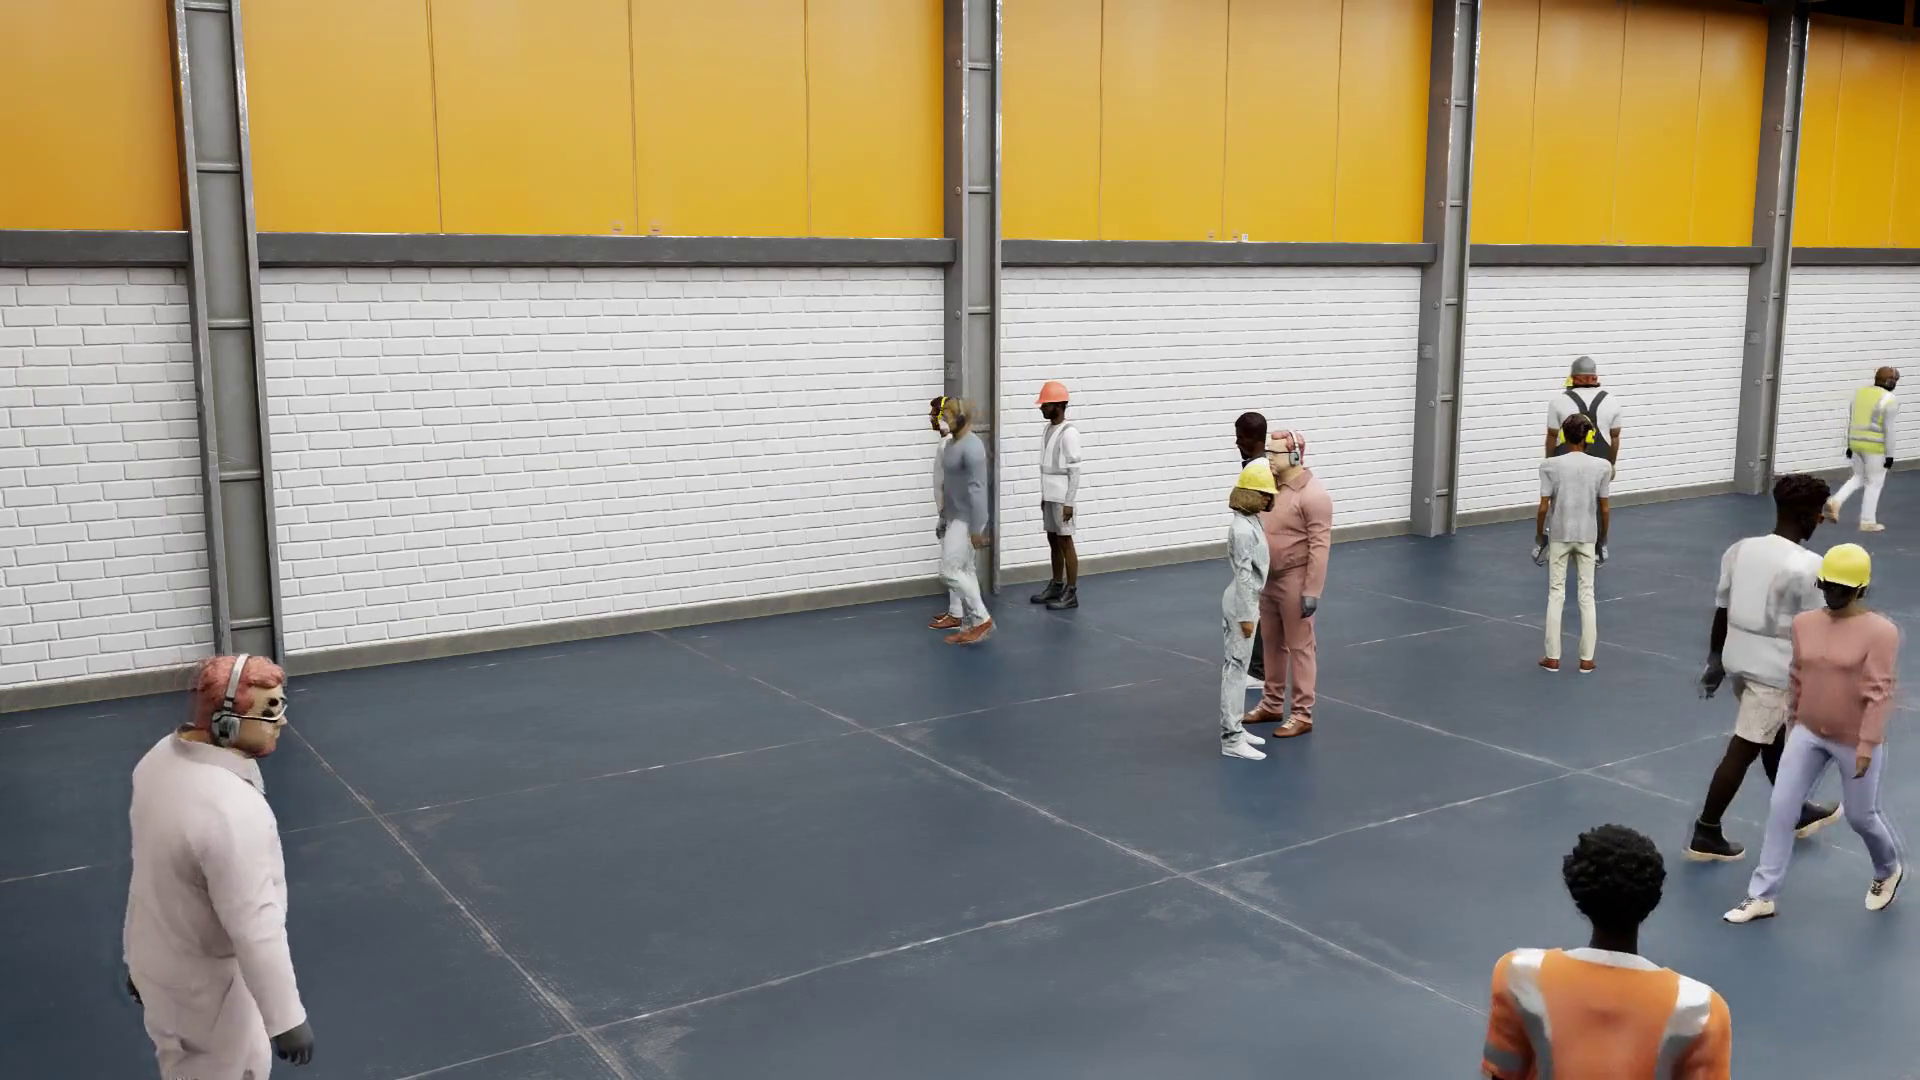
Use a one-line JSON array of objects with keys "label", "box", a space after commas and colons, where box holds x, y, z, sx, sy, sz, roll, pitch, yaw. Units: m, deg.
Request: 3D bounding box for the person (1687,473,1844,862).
[{"label": "person", "box": [4.032, 0.623, 8.126, 1.016, 1.907, 0.603, -2, 10, -10]}]

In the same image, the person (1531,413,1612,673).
[{"label": "person", "box": [4.372, 0.022, 11.910, 0.521, 1.865, 0.334, 3, 10, 15]}]

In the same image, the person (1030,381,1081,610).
[{"label": "person", "box": [0.809, -0.375, 14.077, 0.378, 1.936, 0.548, -4, 10, -20]}]

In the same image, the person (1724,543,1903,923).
[{"label": "person", "box": [3.886, 0.846, 7.343, 0.866, 1.722, 0.517, -5, 11, -29]}]

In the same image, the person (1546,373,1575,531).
[{"label": "person", "box": [6.603, -0.928, 17.925, 0.311, 1.768, 0.522, -3, 10, -15]}]

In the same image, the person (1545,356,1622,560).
[{"label": "person", "box": [6.064, -0.791, 16.275, 0.690, 2.000, 0.535, 2, 10, 9]}]

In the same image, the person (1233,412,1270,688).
[{"label": "person", "box": [2.043, 0.071, 11.462, 0.392, 1.914, 0.587, 3, 10, 16]}]

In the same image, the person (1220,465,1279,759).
[{"label": "person", "box": [1.720, 0.417, 9.903, 0.313, 1.739, 0.485, 2, 10, 13]}]

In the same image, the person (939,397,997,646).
[{"label": "person", "box": [0.000, -0.128, 12.643, 0.437, 1.924, 0.624, -2, 10, -13]}]

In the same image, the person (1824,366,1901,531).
[{"label": "person", "box": [9.856, -0.977, 18.085, 0.582, 1.818, 0.661, -2, 10, -12]}]

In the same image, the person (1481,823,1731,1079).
[{"label": "person", "box": [1.427, 1.481, 3.711, 0.533, 1.664, 0.771, 3, 10, 19]}]

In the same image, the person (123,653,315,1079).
[{"label": "person", "box": [-2.101, 1.233, 4.627, 0.556, 1.860, 0.679, -7, 12, -37]}]

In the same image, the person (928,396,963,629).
[{"label": "person", "box": [-0.097, -0.218, 13.335, 0.313, 1.869, 0.528, 2, 10, 9]}]

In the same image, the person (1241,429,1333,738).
[{"label": "person", "box": [2.004, 0.265, 10.315, 0.399, 1.909, 0.642, -4, 10, -24]}]
